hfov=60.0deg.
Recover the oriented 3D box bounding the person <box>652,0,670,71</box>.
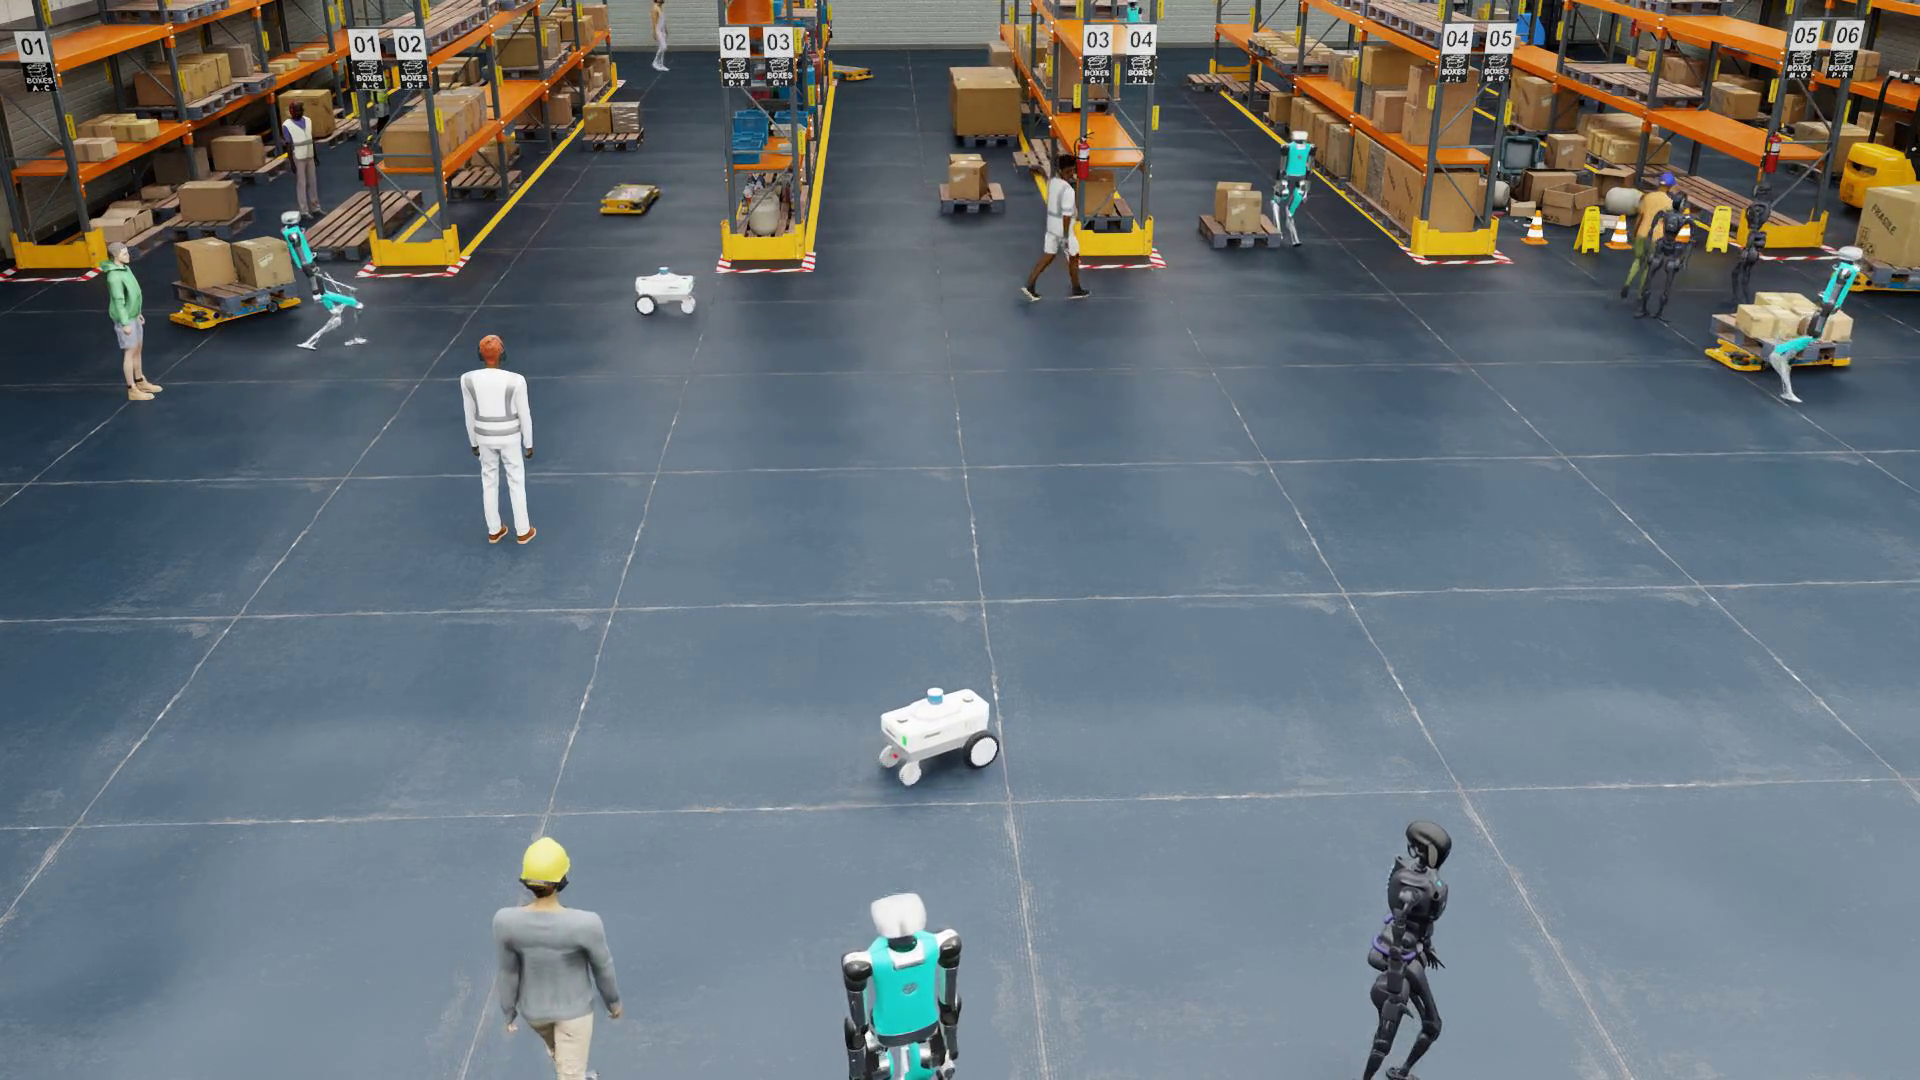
[{"bbox_3d":[-7.168,-12.213,39.977,0.456,1.846,0.539,7,25,15],"label":"person"}]

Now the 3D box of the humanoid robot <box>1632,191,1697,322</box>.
[{"bbox_3d":[8.780,-3.536,20.697,0.610,1.643,0.332,17,29,33],"label":"humanoid robot"}]

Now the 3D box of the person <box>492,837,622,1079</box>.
[{"bbox_3d":[-1.884,2.183,7.771,0.538,1.725,0.892,3,24,6],"label":"person"}]

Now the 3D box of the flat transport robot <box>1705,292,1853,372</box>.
[{"bbox_3d":[9.519,-2.183,19.377,1.431,0.231,0.659,-4,24,-9],"label":"flat transport robot"}]

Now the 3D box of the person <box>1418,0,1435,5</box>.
[{"bbox_3d":[11.733,-13.060,41.937,0.382,1.797,0.605,-14,28,-29],"label":"person"}]

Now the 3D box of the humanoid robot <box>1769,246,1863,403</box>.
[{"bbox_3d":[9.073,-2.277,17.855,0.790,1.812,0.539,14,27,28],"label":"humanoid robot"}]

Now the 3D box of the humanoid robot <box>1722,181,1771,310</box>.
[{"bbox_3d":[10.044,-3.728,21.124,0.396,1.652,0.590,11,26,24],"label":"humanoid robot"}]

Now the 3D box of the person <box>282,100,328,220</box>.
[{"bbox_3d":[-10.217,-5.903,25.820,0.391,1.833,0.565,9,26,20],"label":"person"}]

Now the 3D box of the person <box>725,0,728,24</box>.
[{"bbox_3d":[-5.653,-12.491,40.736,0.538,1.740,0.536,-5,25,-12],"label":"person"}]

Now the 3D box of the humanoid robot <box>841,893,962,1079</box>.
[{"bbox_3d":[-0.357,2.216,7.702,0.550,1.762,0.967,-8,25,-18],"label":"humanoid robot"}]

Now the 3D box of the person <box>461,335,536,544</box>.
[{"bbox_3d":[-3.987,-0.860,14.437,0.565,1.878,0.353,0,24,0],"label":"person"}]

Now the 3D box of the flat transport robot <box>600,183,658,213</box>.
[{"bbox_3d":[-5.331,-5.503,26.837,0.659,0.231,1.431,1,24,1],"label":"flat transport robot"}]

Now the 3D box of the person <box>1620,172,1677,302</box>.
[{"bbox_3d":[8.901,-3.898,21.469,0.576,1.691,0.489,-18,30,-35],"label":"person"}]

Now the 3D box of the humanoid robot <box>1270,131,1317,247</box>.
[{"bbox_3d":[4.787,-5.106,24.155,0.546,1.727,1.027,-3,24,-7],"label":"humanoid robot"}]

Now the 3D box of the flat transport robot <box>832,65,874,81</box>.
[{"bbox_3d":[-2.797,-11.008,39.206,1.431,0.231,0.659,16,29,32],"label":"flat transport robot"}]

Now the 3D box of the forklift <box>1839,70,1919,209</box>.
[{"bbox_3d":[15.132,-6.143,25.915,2.313,2.155,1.214,-1,24,-2],"label":"forklift"}]

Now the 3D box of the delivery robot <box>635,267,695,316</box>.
[{"bbox_3d":[-3.793,-3.177,21.283,0.816,0.613,0.499,-2,24,-4],"label":"delivery robot"}]

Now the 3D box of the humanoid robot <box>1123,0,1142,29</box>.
[{"bbox_3d":[4.171,-11.718,39.013,0.549,1.776,0.813,-12,27,-24],"label":"humanoid robot"}]

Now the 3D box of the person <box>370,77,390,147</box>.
[{"bbox_3d":[-10.882,-8.224,31.209,0.323,1.685,0.542,-1,24,-3],"label":"person"}]

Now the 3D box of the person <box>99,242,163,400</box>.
[{"bbox_3d":[-9.003,-2.371,18.002,0.325,1.733,0.466,-4,24,-8],"label":"person"}]

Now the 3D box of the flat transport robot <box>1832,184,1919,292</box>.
[{"bbox_3d":[12.560,-3.479,22.289,1.431,0.231,0.659,4,24,9],"label":"flat transport robot"}]

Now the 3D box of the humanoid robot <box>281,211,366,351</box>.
[{"bbox_3d":[-7.369,-3.009,19.435,0.996,1.716,0.541,-10,26,-22],"label":"humanoid robot"}]

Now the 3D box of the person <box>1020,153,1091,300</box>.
[{"bbox_3d":[1.262,-4.035,21.508,0.948,1.931,0.619,-12,27,-26],"label":"person"}]

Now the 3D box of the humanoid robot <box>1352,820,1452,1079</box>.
[{"bbox_3d":[2.167,2.070,8.090,0.401,1.642,0.611,14,28,28],"label":"humanoid robot"}]

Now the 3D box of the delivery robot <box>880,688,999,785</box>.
[{"bbox_3d":[-0.146,1.289,11.246,0.812,0.611,0.499,-14,28,-29],"label":"delivery robot"}]

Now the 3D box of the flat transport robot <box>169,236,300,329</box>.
[{"bbox_3d":[-9.226,-2.982,21.173,0.659,0.231,1.431,16,29,32],"label":"flat transport robot"}]

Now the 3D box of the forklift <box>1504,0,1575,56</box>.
[{"bbox_3d":[14.700,-13.805,42.301,1.873,2.768,1.129,-1,24,-2],"label":"forklift"}]
